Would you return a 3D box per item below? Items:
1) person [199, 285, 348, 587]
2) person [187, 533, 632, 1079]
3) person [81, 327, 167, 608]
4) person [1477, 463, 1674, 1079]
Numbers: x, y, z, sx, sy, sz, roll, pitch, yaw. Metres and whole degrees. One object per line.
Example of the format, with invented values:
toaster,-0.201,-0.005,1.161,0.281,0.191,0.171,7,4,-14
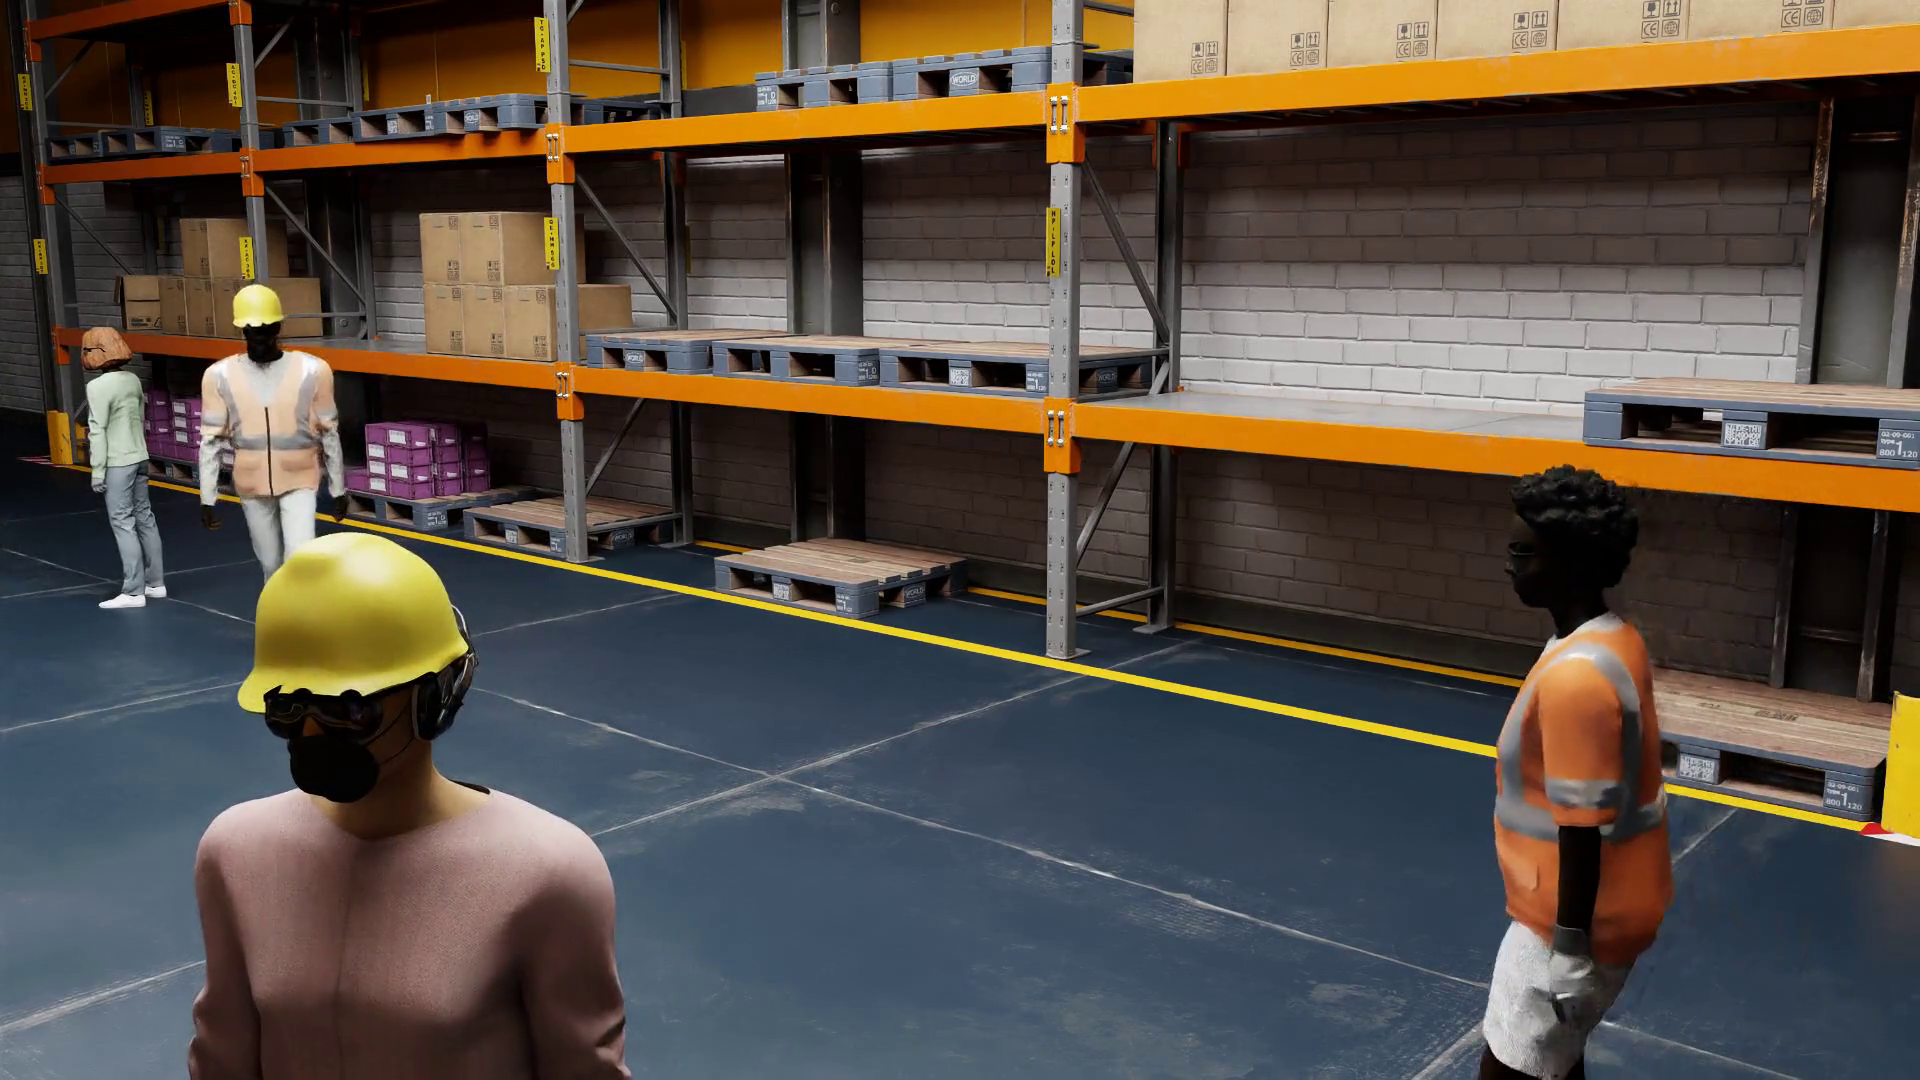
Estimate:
person,-3.266,-0.241,7.857,0.622,1.890,0.876,-2,10,-11
person,-0.653,0.859,1.970,0.533,1.767,0.327,1,10,8
person,-4.884,-0.421,9.668,0.288,1.626,0.497,0,10,0
person,1.220,0.697,3.133,0.456,1.681,0.555,5,11,26
